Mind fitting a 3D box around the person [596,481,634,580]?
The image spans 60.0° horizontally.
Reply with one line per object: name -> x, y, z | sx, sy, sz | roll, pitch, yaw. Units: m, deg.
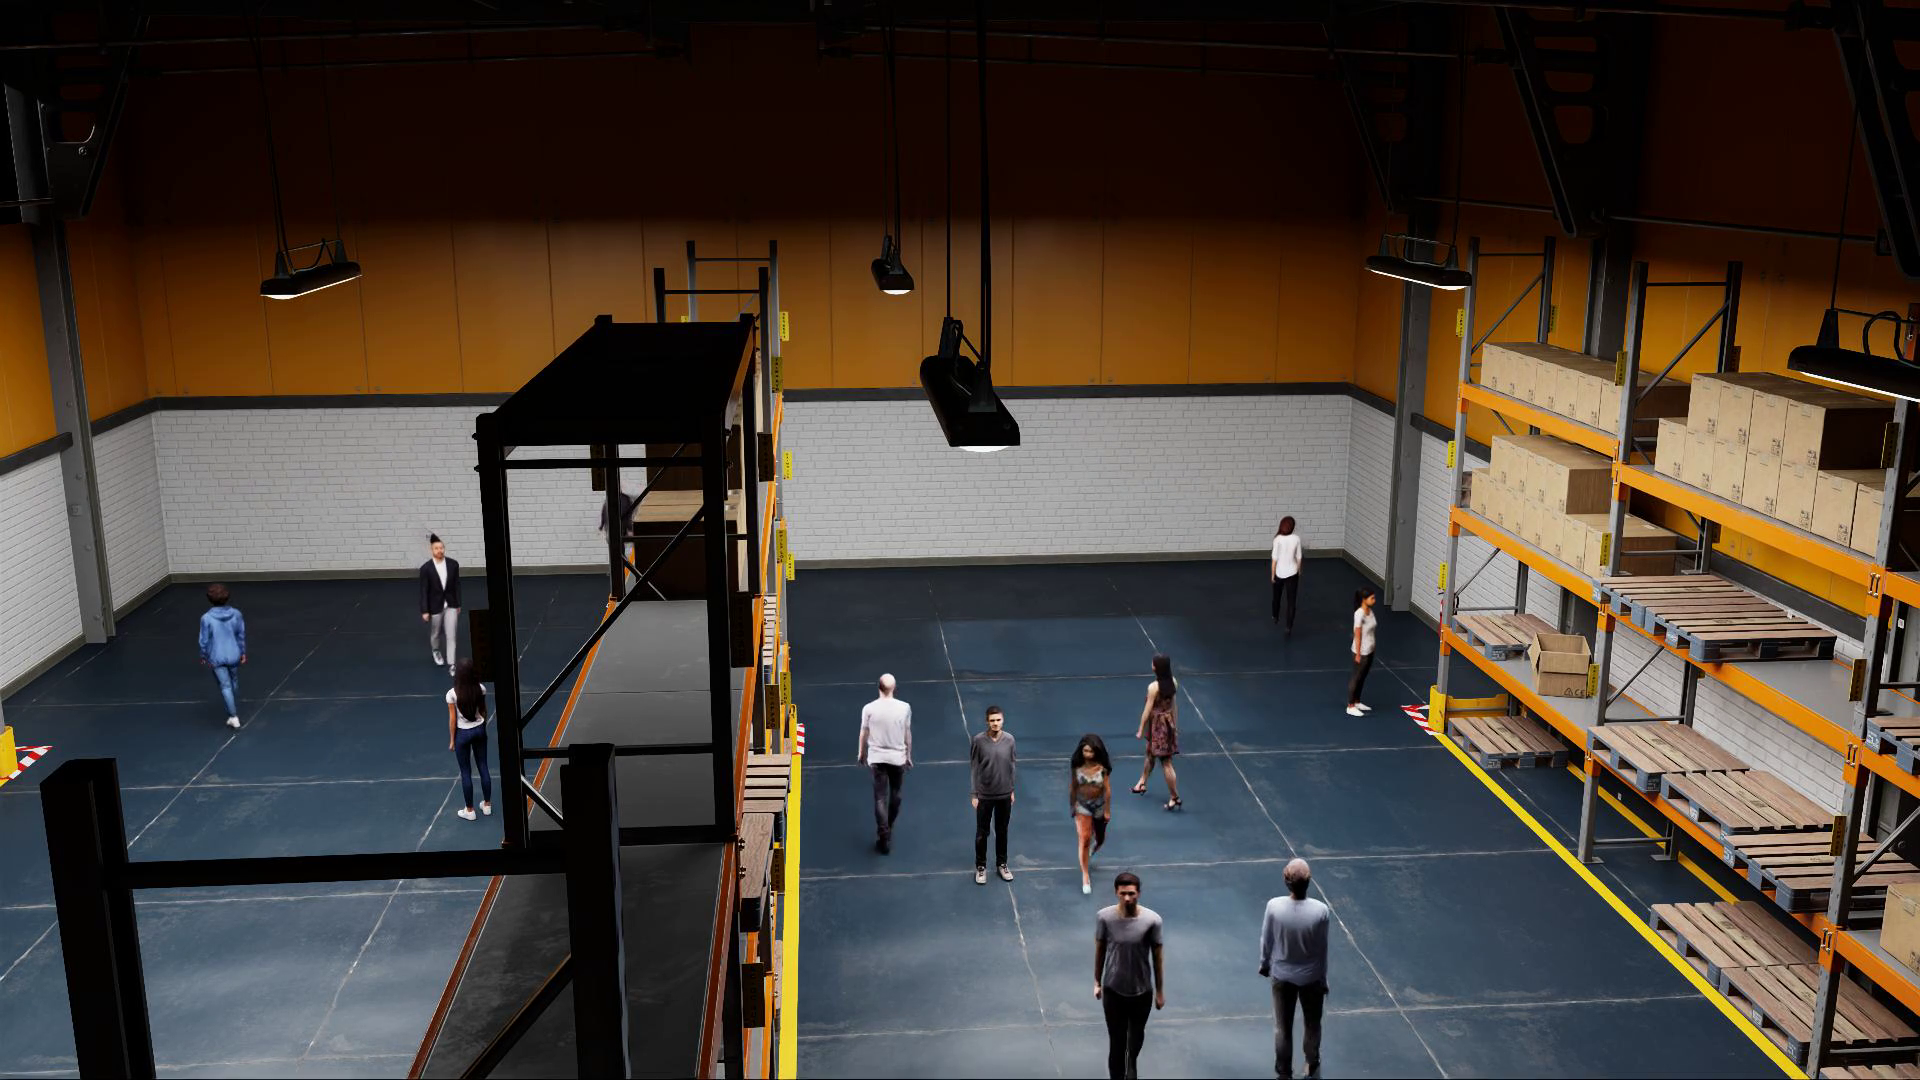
person -> -5.486, -0.073, 26.707 | 1.175, 1.801, 1.085 | 13, 19, 43

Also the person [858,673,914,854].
person -> -0.730, 2.295, 16.942 | 0.775, 1.794, 1.113 | -3, 14, -12

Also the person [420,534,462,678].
person -> -7.074, 0.860, 22.612 | 1.049, 1.914, 1.325 | -7, 15, -27

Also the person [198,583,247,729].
person -> -9.034, 1.451, 20.472 | 1.079, 1.774, 1.221 | -11, 18, -39

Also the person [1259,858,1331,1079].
person -> 2.516, 3.335, 12.485 | 0.901, 1.871, 1.063 | 4, 14, 17

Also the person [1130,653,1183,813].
person -> 2.228, 2.096, 17.871 | 1.039, 1.744, 0.956 | 12, 18, 41

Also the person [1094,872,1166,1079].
person -> 1.278, 3.350, 12.507 | 0.841, 1.830, 1.206 | 2, 14, 7

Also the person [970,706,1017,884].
person -> 0.327, 2.472, 16.283 | 0.650, 1.761, 0.592 | -3, 14, -14

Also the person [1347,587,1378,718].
person -> 5.076, 1.391, 20.997 | 0.711, 1.643, 0.636 | 9, 16, 34

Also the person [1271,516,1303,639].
person -> 4.761, 0.581, 24.149 | 0.662, 1.733, 1.123 | 0, 14, -2

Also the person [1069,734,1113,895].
person -> 1.285, 2.601, 16.136 | 0.723, 1.579, 1.063 | 3, 14, 11

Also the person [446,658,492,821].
person -> -5.221, 2.109, 17.751 | 0.669, 1.775, 0.701 | -12, 18, -41
